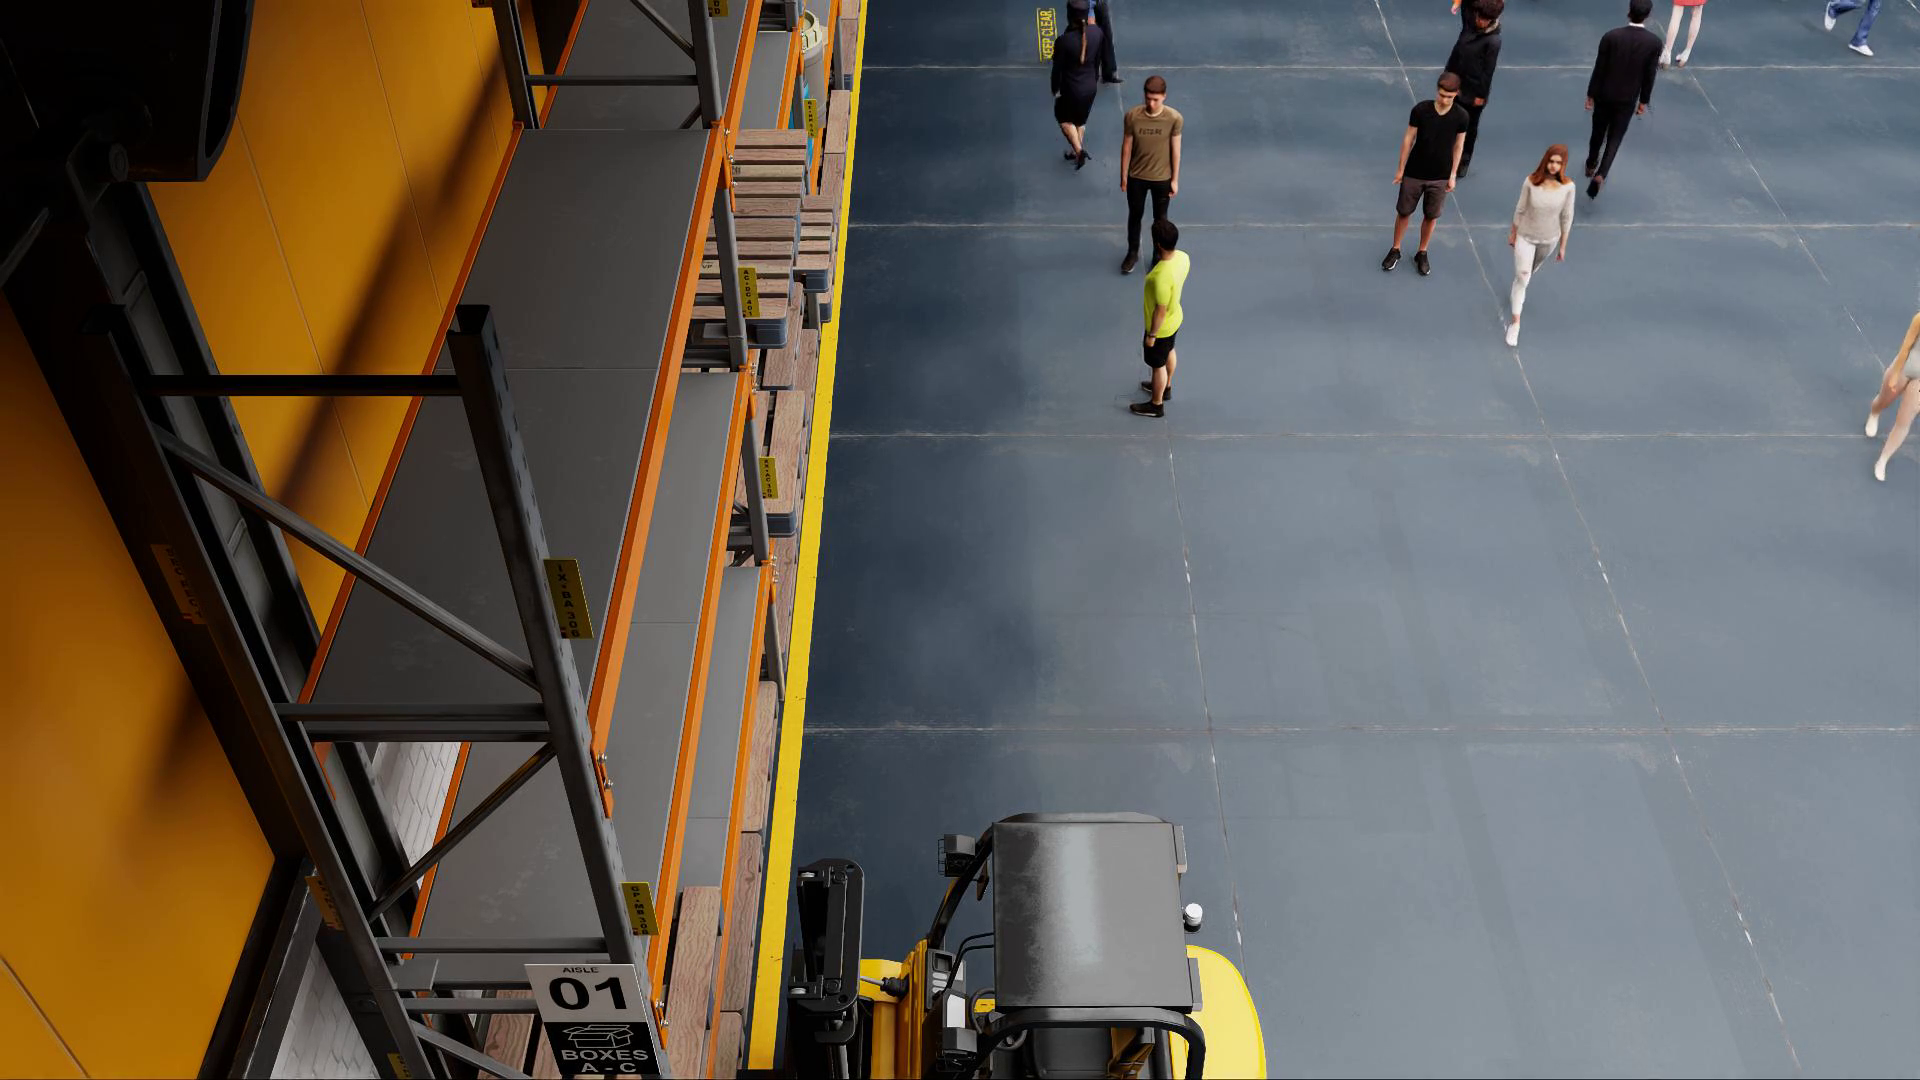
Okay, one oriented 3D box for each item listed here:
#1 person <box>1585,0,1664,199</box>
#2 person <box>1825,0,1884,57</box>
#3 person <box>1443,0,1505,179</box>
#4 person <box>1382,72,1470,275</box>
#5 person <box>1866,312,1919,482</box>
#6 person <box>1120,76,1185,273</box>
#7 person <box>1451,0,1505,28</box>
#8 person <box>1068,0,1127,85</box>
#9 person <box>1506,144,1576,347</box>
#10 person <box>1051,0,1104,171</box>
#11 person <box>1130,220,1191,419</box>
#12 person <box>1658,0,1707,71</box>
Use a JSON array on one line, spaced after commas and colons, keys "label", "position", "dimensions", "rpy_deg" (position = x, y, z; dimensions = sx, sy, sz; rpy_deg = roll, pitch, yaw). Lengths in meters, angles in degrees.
[{"label": "person", "position": [5.966, -4.005, 15.098], "dimensions": [0.988, 1.859, 1.233], "rpy_deg": [15, 45, 15]}, {"label": "person", "position": [9.469, -5.943, 17.223], "dimensions": [0.797, 1.734, 1.028], "rpy_deg": [-14, 45, -14]}, {"label": "person", "position": [4.742, -4.199, 15.372], "dimensions": [0.885, 1.761, 0.776], "rpy_deg": [-11, 45, -11]}, {"label": "person", "position": [4.005, -3.159, 14.211], "dimensions": [0.729, 1.858, 0.676], "rpy_deg": [10, 45, 11]}, {"label": "person", "position": [7.111, -1.285, 12.425], "dimensions": [0.781, 1.608, 1.038], "rpy_deg": [17, 46, 17]}, {"label": "person", "position": [1.624, -3.119, 14.175], "dimensions": [0.702, 1.849, 0.631], "rpy_deg": [7, 44, 7]}, {"label": "person", "position": [5.222, -5.395, 16.661], "dimensions": [0.968, 1.716, 1.149], "rpy_deg": [23, 48, 22]}, {"label": "person", "position": [1.256, -5.458, 16.703], "dimensions": [1.144, 1.748, 1.114], "rpy_deg": [25, 49, 24]}, {"label": "person", "position": [4.751, -2.536, 13.688], "dimensions": [0.778, 1.677, 1.215], "rpy_deg": [9, 44, 9]}, {"label": "person", "position": [1.115, -4.164, 15.407], "dimensions": [0.875, 1.663, 0.934], "rpy_deg": [-20, 47, -20]}, {"label": "person", "position": [1.573, -1.712, 12.801], "dimensions": [0.758, 1.706, 0.622], "rpy_deg": [18, 47, 18]}, {"label": "person", "position": [7.454, -5.670, 16.870], "dimensions": [0.633, 1.825, 0.560], "rpy_deg": [-6, 44, -6]}]
